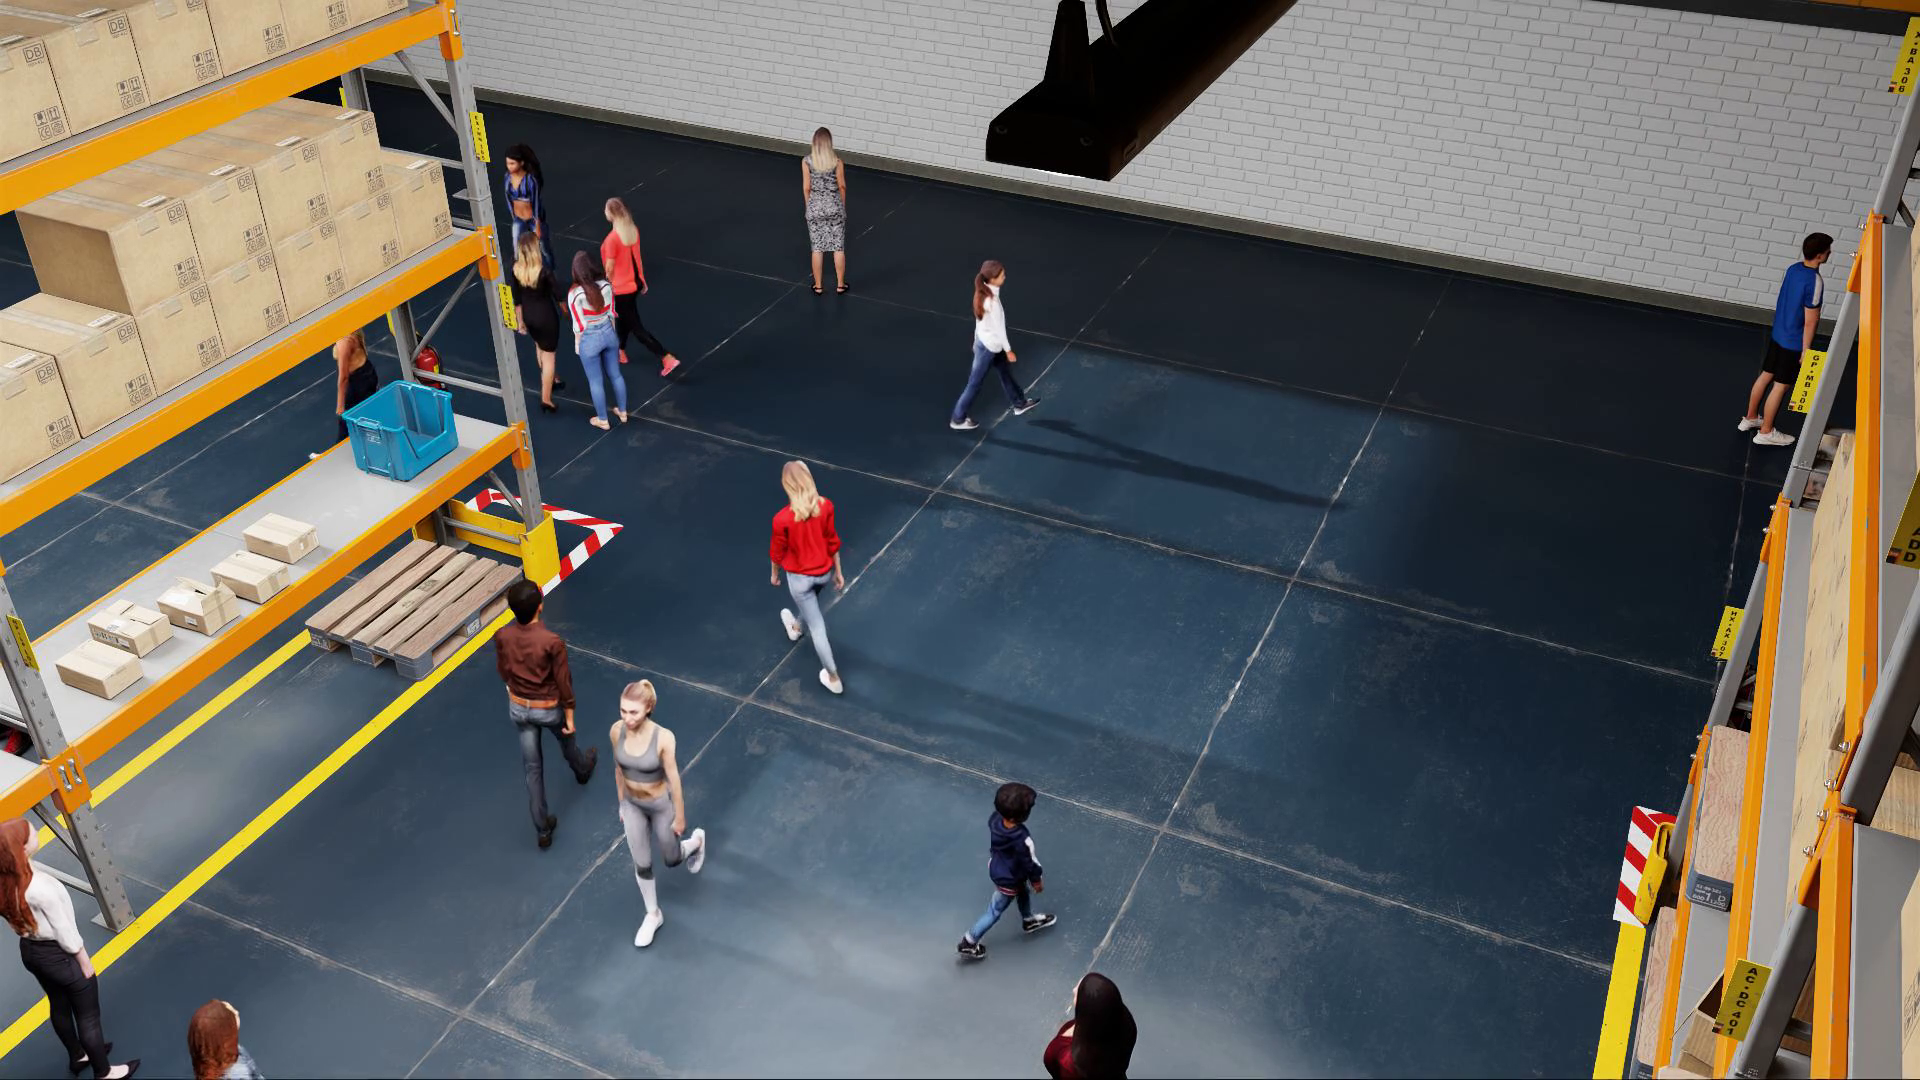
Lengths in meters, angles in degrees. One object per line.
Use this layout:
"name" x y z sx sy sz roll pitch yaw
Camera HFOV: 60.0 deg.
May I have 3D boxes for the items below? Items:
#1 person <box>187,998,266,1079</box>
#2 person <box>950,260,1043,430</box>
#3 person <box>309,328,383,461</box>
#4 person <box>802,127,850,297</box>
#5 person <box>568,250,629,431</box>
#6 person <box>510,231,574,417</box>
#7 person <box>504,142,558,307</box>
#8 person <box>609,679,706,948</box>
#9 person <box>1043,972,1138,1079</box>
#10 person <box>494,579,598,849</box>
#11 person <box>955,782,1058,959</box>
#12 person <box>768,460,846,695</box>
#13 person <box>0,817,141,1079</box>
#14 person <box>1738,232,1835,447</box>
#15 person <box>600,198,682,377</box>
"person" -3.354 2.702 7.647 0.652 1.459 0.788 20 39 27
"person" 0.161 -1.606 14.080 1.019 1.511 1.028 -8 34 -11
"person" -4.726 -1.189 13.398 1.049 1.572 1.155 -3 34 -5
"person" -1.322 -3.217 16.330 0.632 1.705 0.624 0 34 0
"person" -3.077 -1.705 14.139 0.581 1.612 0.713 -25 41 -32
"person" -3.625 -1.816 14.265 0.593 1.658 0.785 13 36 18
"person" -4.164 -3.113 16.286 0.710 1.581 1.030 10 35 14
"person" -1.692 1.453 9.322 0.647 1.686 0.997 10 35 15
"person" 0.593 2.600 7.530 0.739 1.758 0.558 18 38 25
"person" -2.522 1.069 9.850 0.880 1.739 1.132 3 34 4
"person" 0.222 1.843 9.178 0.922 1.196 0.846 -14 36 -19
"person" -0.968 0.301 11.079 1.133 1.658 1.038 -21 39 -28
"person" -4.523 2.082 8.309 0.580 1.758 0.478 14 36 20
"person" 6.934 -1.697 13.898 0.803 1.866 0.695 -3 34 -5
"person" -2.896 -2.211 14.858 0.695 1.658 1.094 11 35 16
